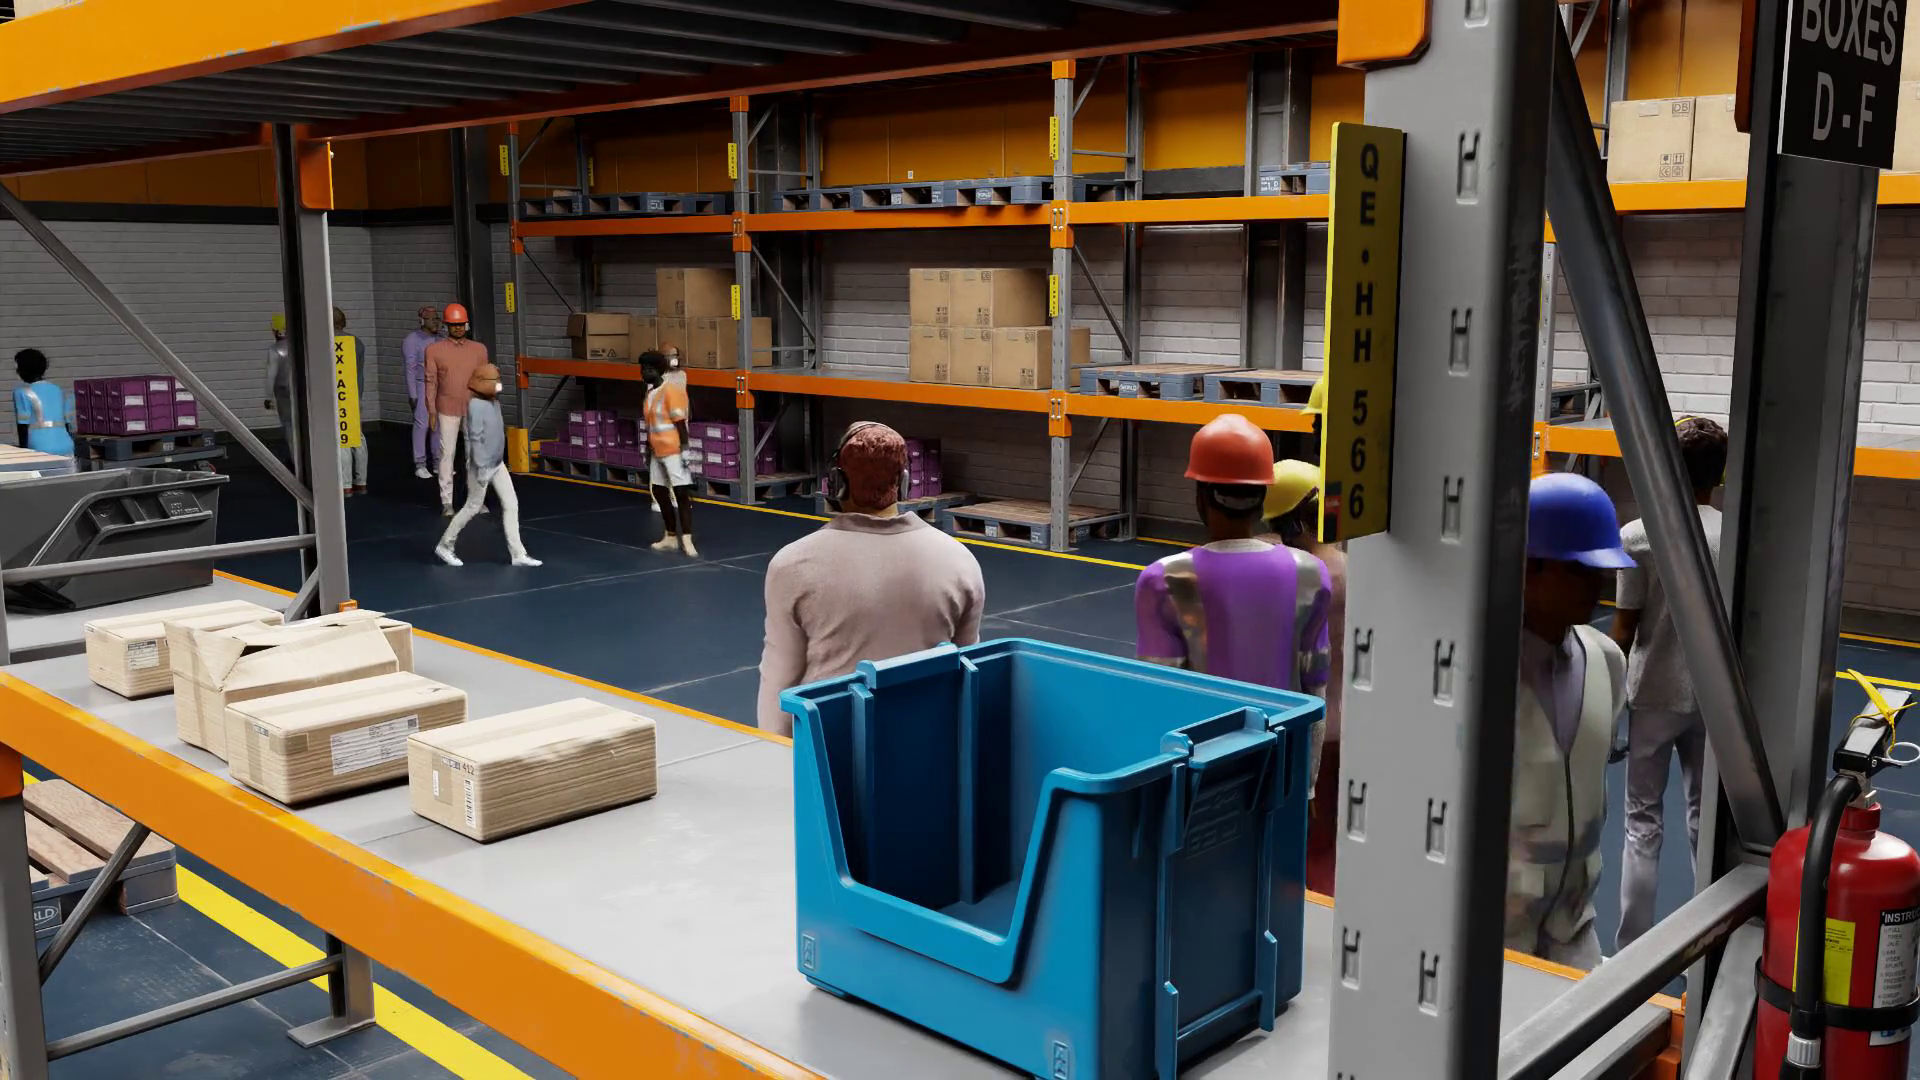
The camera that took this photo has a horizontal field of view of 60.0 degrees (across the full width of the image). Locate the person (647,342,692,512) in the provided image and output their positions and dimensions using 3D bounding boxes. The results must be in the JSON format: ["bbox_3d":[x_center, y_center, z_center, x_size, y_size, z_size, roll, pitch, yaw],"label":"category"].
[{"bbox_3d":[-2.782,-1.075,15.886,0.284,1.626,0.500,6,11,33],"label":"person"}]

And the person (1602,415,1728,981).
[{"bbox_3d":[2.263,0.540,5.271,0.519,1.859,0.317,-1,9,-6],"label":"person"}]

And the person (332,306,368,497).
[{"bbox_3d":[-6.295,-1.400,16.919,0.379,1.937,0.629,3,10,20],"label":"person"}]

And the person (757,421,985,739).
[{"bbox_3d":[-0.256,0.619,4.669,0.647,1.900,0.402,-4,10,-23],"label":"person"}]

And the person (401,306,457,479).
[{"bbox_3d":[-5.864,-1.641,18.488,0.400,1.907,0.644,5,11,29],"label":"person"}]

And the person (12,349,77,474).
[{"bbox_3d":[-7.392,-0.700,13.428,0.486,1.672,0.549,2,10,13],"label":"person"}]

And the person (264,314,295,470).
[{"bbox_3d":[-7.761,-1.696,19.152,0.637,1.797,0.634,5,11,30],"label":"person"}]

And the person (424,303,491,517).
[{"bbox_3d":[-4.702,-1.220,15.632,0.622,1.993,0.383,-6,11,-33],"label":"person"}]

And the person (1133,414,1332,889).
[{"bbox_3d":[0.702,0.634,4.438,0.547,1.938,0.379,-2,10,-13],"label":"person"}]

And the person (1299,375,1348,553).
[{"bbox_3d":[1.490,0.293,6.565,0.377,1.923,0.595,8,12,40],"label":"person"}]

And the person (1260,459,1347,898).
[{"bbox_3d":[1.133,0.608,5.227,0.586,1.722,0.507,-1,9,-7],"label":"person"}]

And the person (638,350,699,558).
[{"bbox_3d":[-2.334,-0.689,13.407,0.320,1.663,0.661,-7,12,-38],"label":"person"}]

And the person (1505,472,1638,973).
[{"bbox_3d":[1.186,0.796,3.576,0.599,1.898,1.008,-4,10,-23],"label":"person"}]

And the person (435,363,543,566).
[{"bbox_3d":[-3.718,-0.578,12.904,0.817,1.601,0.509,1,9,9],"label":"person"}]
